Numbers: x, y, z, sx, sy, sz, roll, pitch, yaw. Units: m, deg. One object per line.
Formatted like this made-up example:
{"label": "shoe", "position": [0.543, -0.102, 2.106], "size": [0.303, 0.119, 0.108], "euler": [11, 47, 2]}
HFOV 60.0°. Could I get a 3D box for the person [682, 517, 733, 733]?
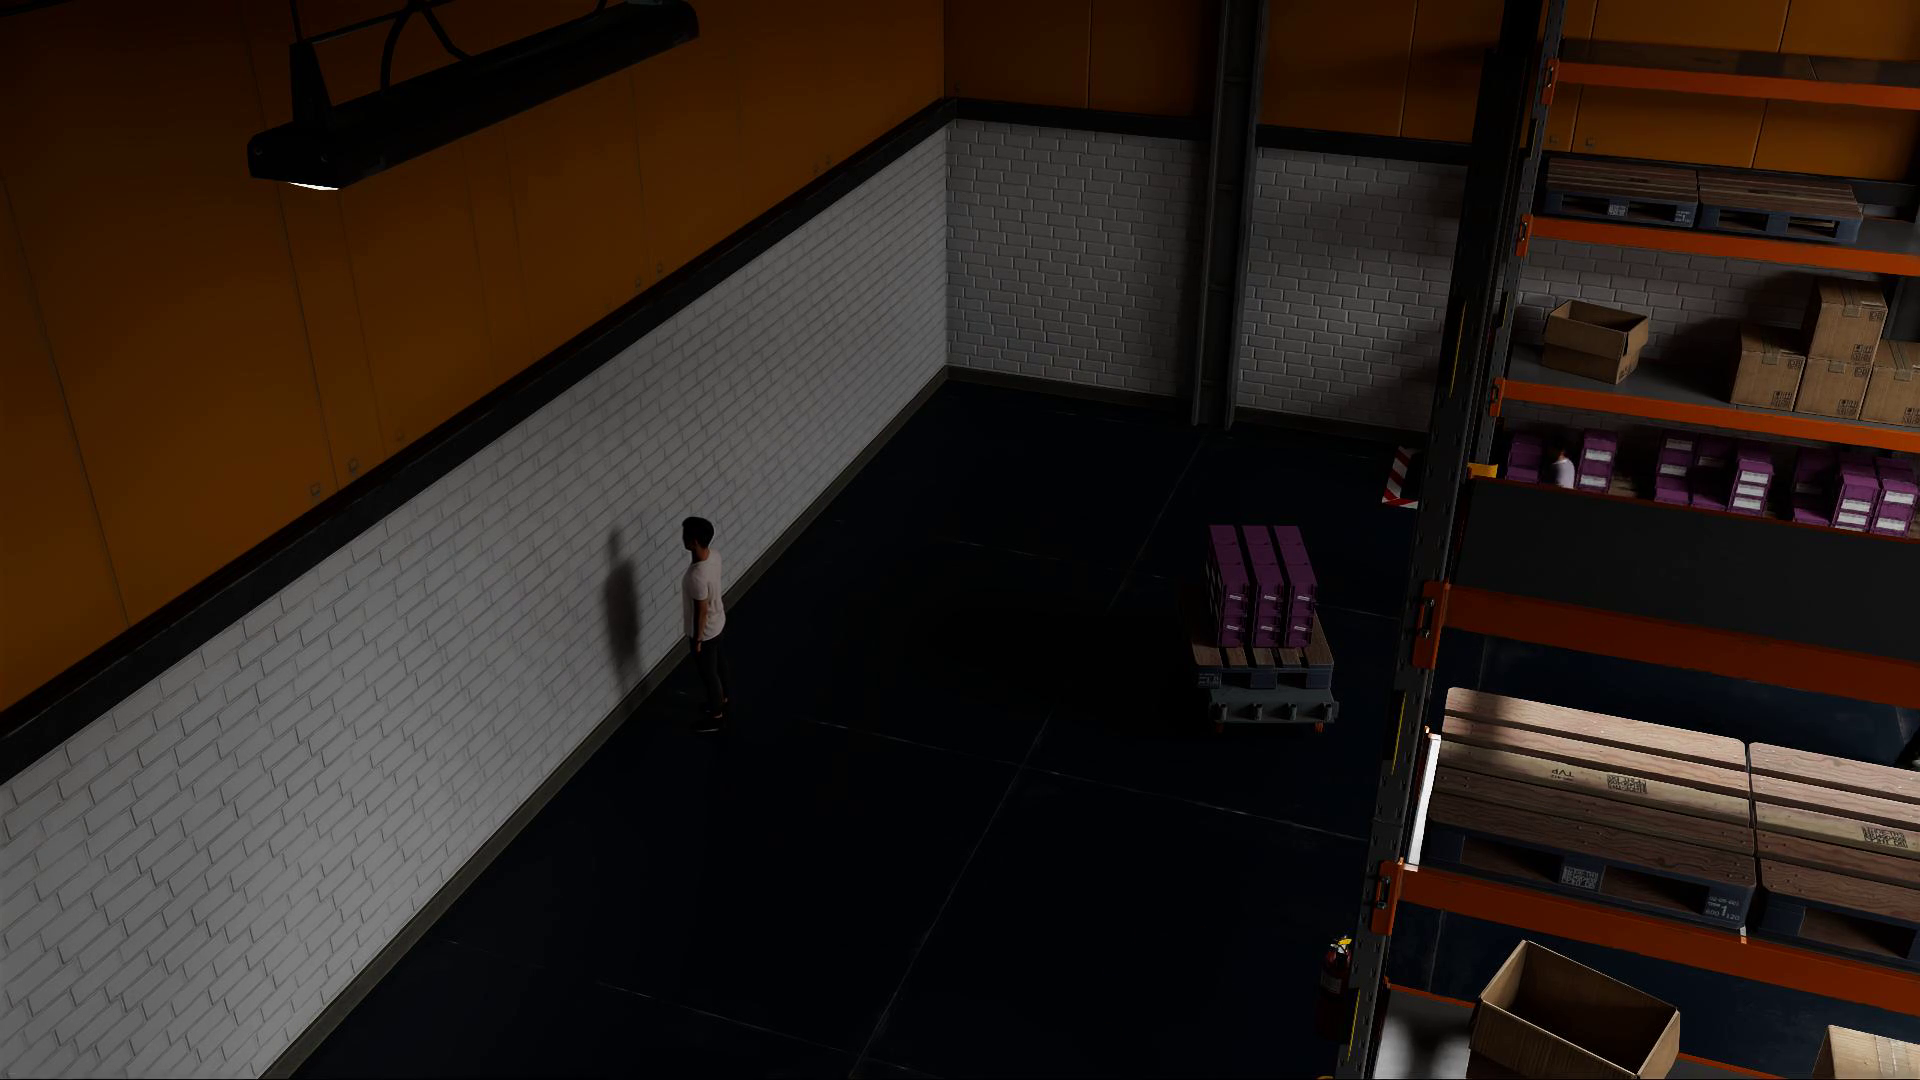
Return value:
{"label": "person", "position": [-1.837, 0.597, 12.029], "size": [0.607, 1.722, 0.673], "euler": [3, 29, 6]}
